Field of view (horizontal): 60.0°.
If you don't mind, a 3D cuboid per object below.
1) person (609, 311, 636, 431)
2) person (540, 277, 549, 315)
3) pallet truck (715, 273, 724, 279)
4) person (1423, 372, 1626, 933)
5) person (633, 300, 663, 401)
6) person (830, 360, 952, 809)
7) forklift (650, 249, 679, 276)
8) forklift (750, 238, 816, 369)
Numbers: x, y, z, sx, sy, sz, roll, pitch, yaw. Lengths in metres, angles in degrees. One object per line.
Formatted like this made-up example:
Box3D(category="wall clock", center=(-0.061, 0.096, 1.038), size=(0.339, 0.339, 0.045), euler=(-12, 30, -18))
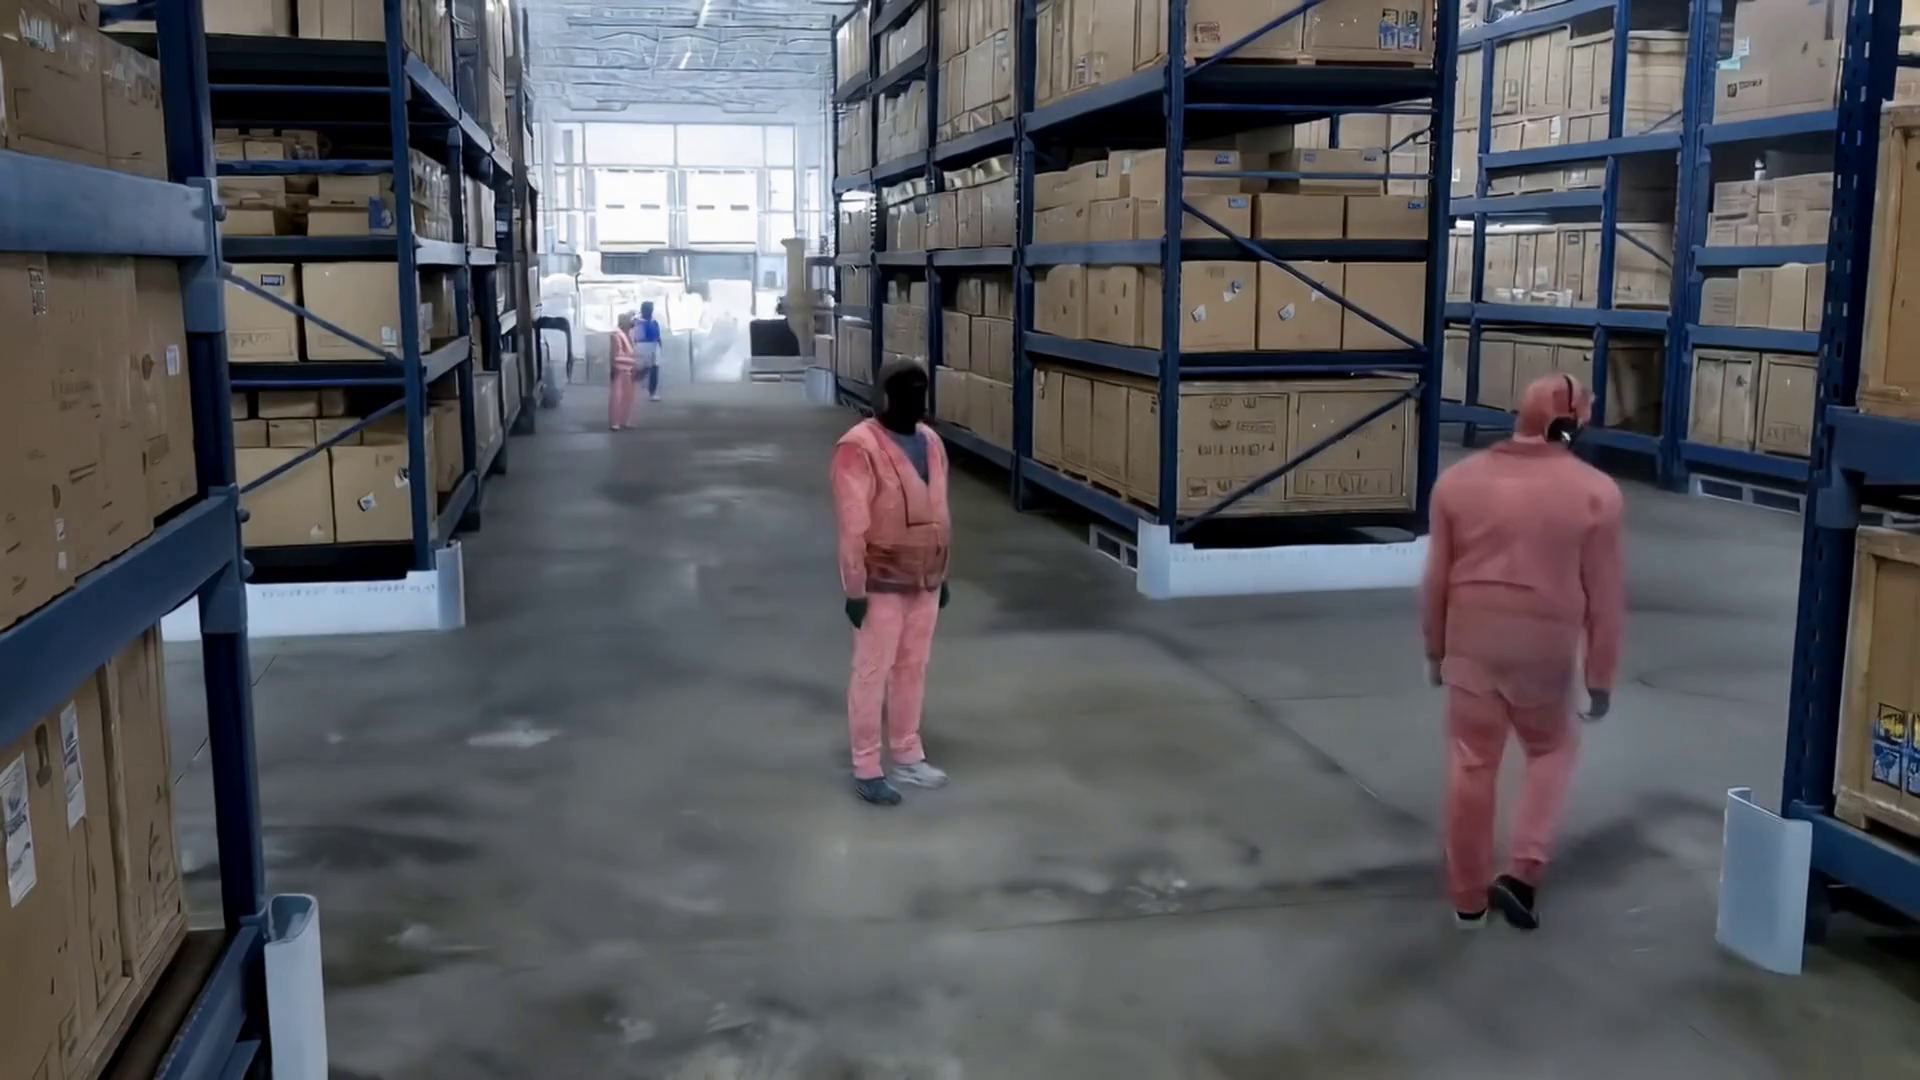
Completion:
Box3D(category="person", center=(-4.591, -2.290, 22.612), size=(0.377, 1.624, 0.546), euler=(5, 11, 28))
Box3D(category="person", center=(-15.042, -8.548, 59.921), size=(0.589, 1.897, 0.672), euler=(5, 11, 29))
Box3D(category="pallet truck", center=(-8.580, -8.986, 62.280), size=(1.885, 1.965, 0.823), euler=(1, 9, 5))
Box3D(category="person", center=(1.827, 0.389, 5.487), size=(0.682, 1.880, 0.450), euler=(6, 11, 31))
Box3D(category="person", center=(-5.214, -3.148, 27.633), size=(0.480, 1.684, 0.538), euler=(7, 12, 38))
Box3D(category="person", center=(-0.252, 0.174, 6.932), size=(0.429, 1.839, 0.633), euler=(7, 12, 37))
Box3D(category="forklift", center=(-9.853, -8.337, 55.638), size=(1.129, 2.768, 1.873), euler=(-8, 12, -40))
Box3D(category="forklift", center=(-3.590, -5.114, 35.993), size=(1.873, 2.768, 1.129), euler=(-1, 9, -3))
